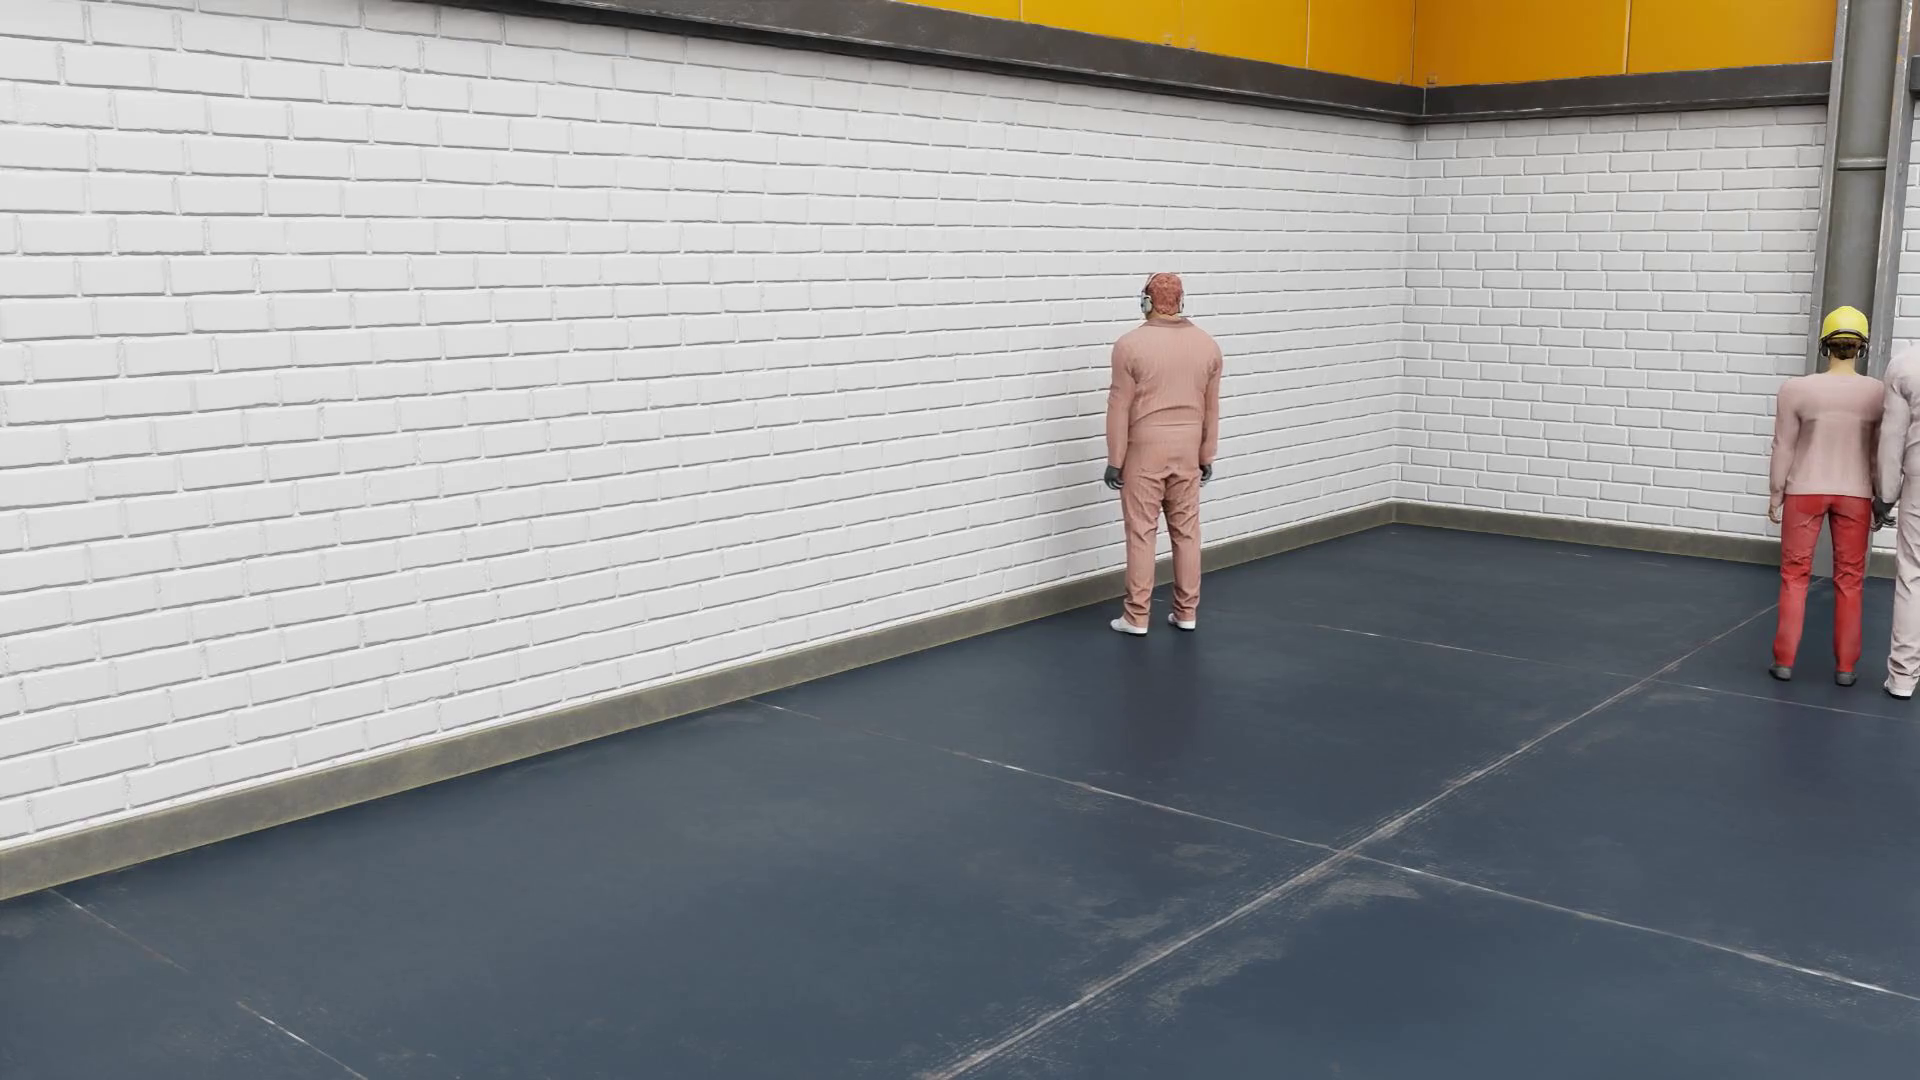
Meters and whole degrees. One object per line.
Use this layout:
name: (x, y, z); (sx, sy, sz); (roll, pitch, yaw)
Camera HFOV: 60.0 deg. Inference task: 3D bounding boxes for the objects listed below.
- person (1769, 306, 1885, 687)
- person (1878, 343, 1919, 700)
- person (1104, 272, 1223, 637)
person: (4.041, -0.201, 7.735); (0.518, 1.756, 0.345); (4, 11, 19)
person: (4.413, -0.208, 7.362); (0.639, 1.903, 0.409); (6, 12, 33)
person: (1.048, -0.447, 8.736); (0.637, 1.900, 0.403); (-4, 11, -23)
